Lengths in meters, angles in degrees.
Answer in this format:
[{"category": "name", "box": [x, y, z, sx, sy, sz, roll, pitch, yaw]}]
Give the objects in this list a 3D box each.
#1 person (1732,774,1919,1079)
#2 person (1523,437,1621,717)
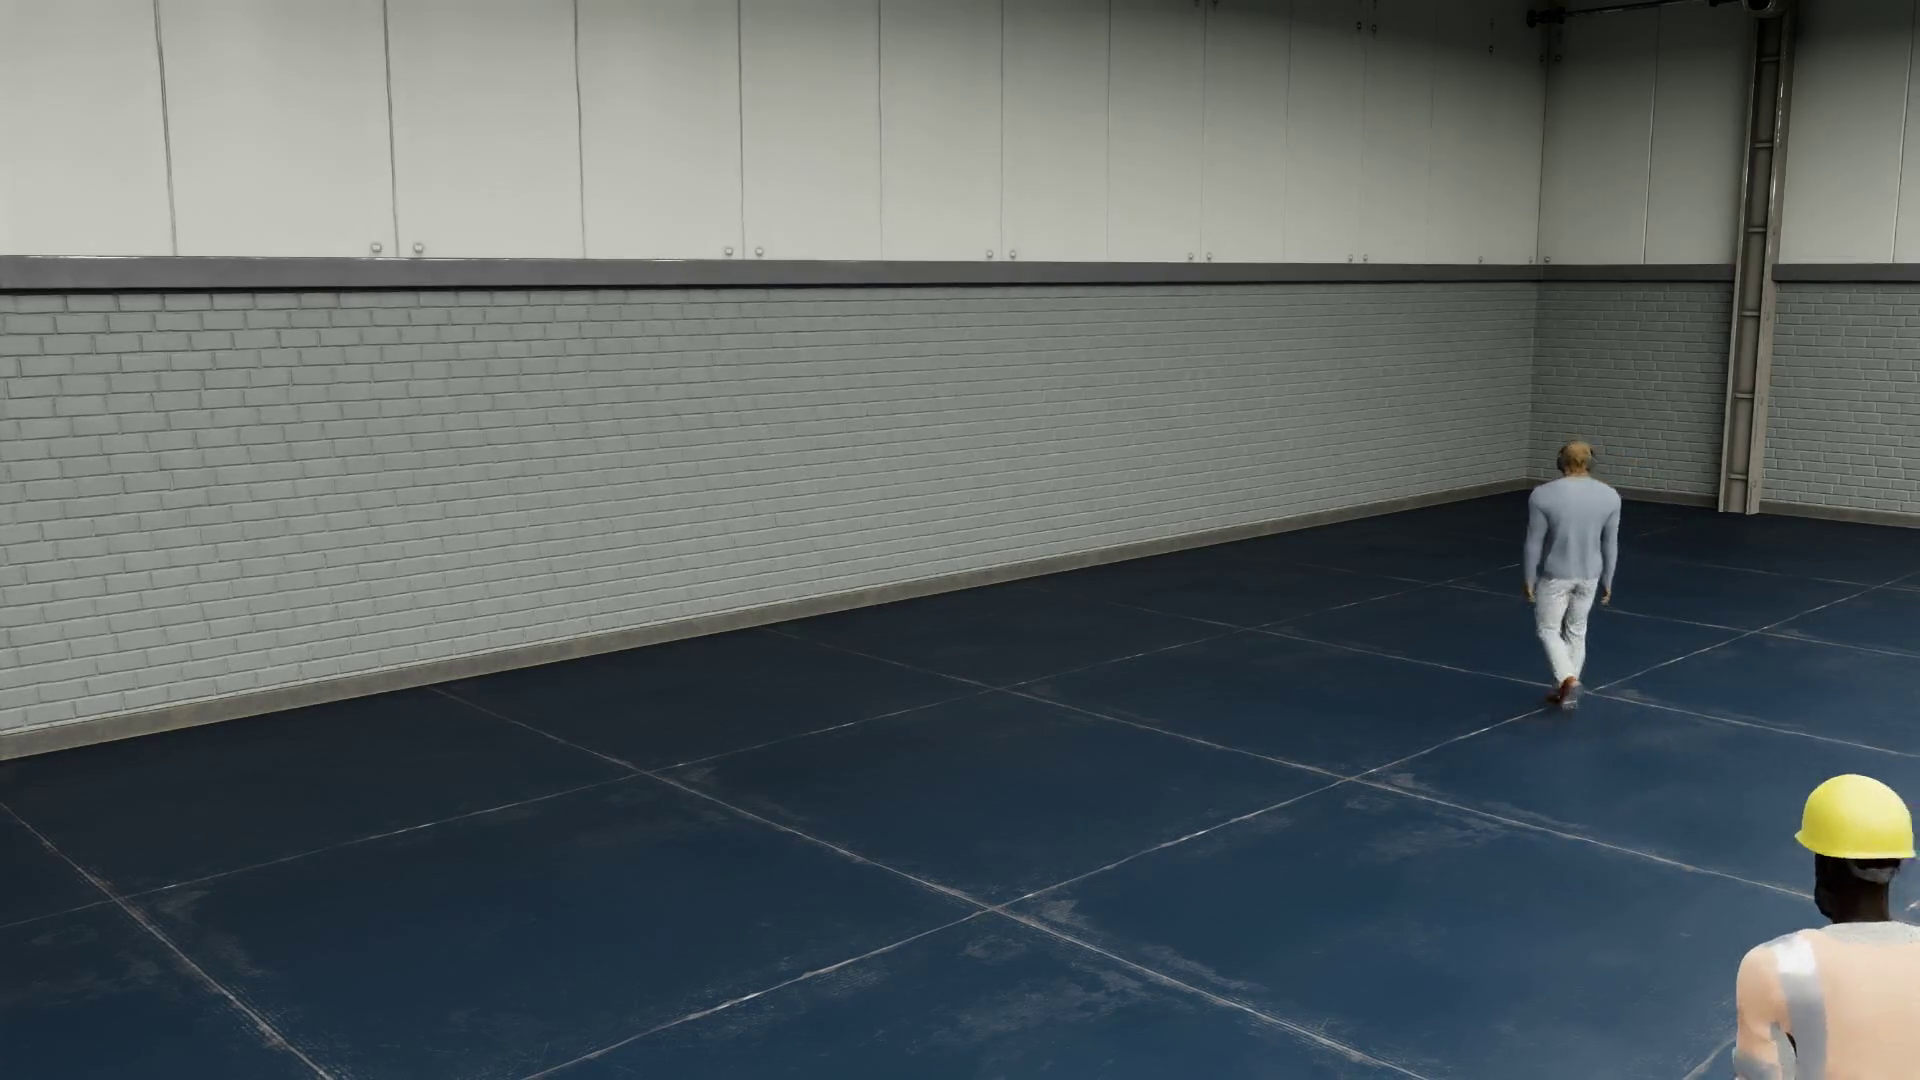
[{"category": "person", "box": [2.074, 1.465, 3.965, 0.601, 1.884, 0.935, 1, 9, 6]}, {"category": "person", "box": [4.153, 0.270, 11.264, 0.636, 1.925, 0.698, 0, 9, -1]}]
